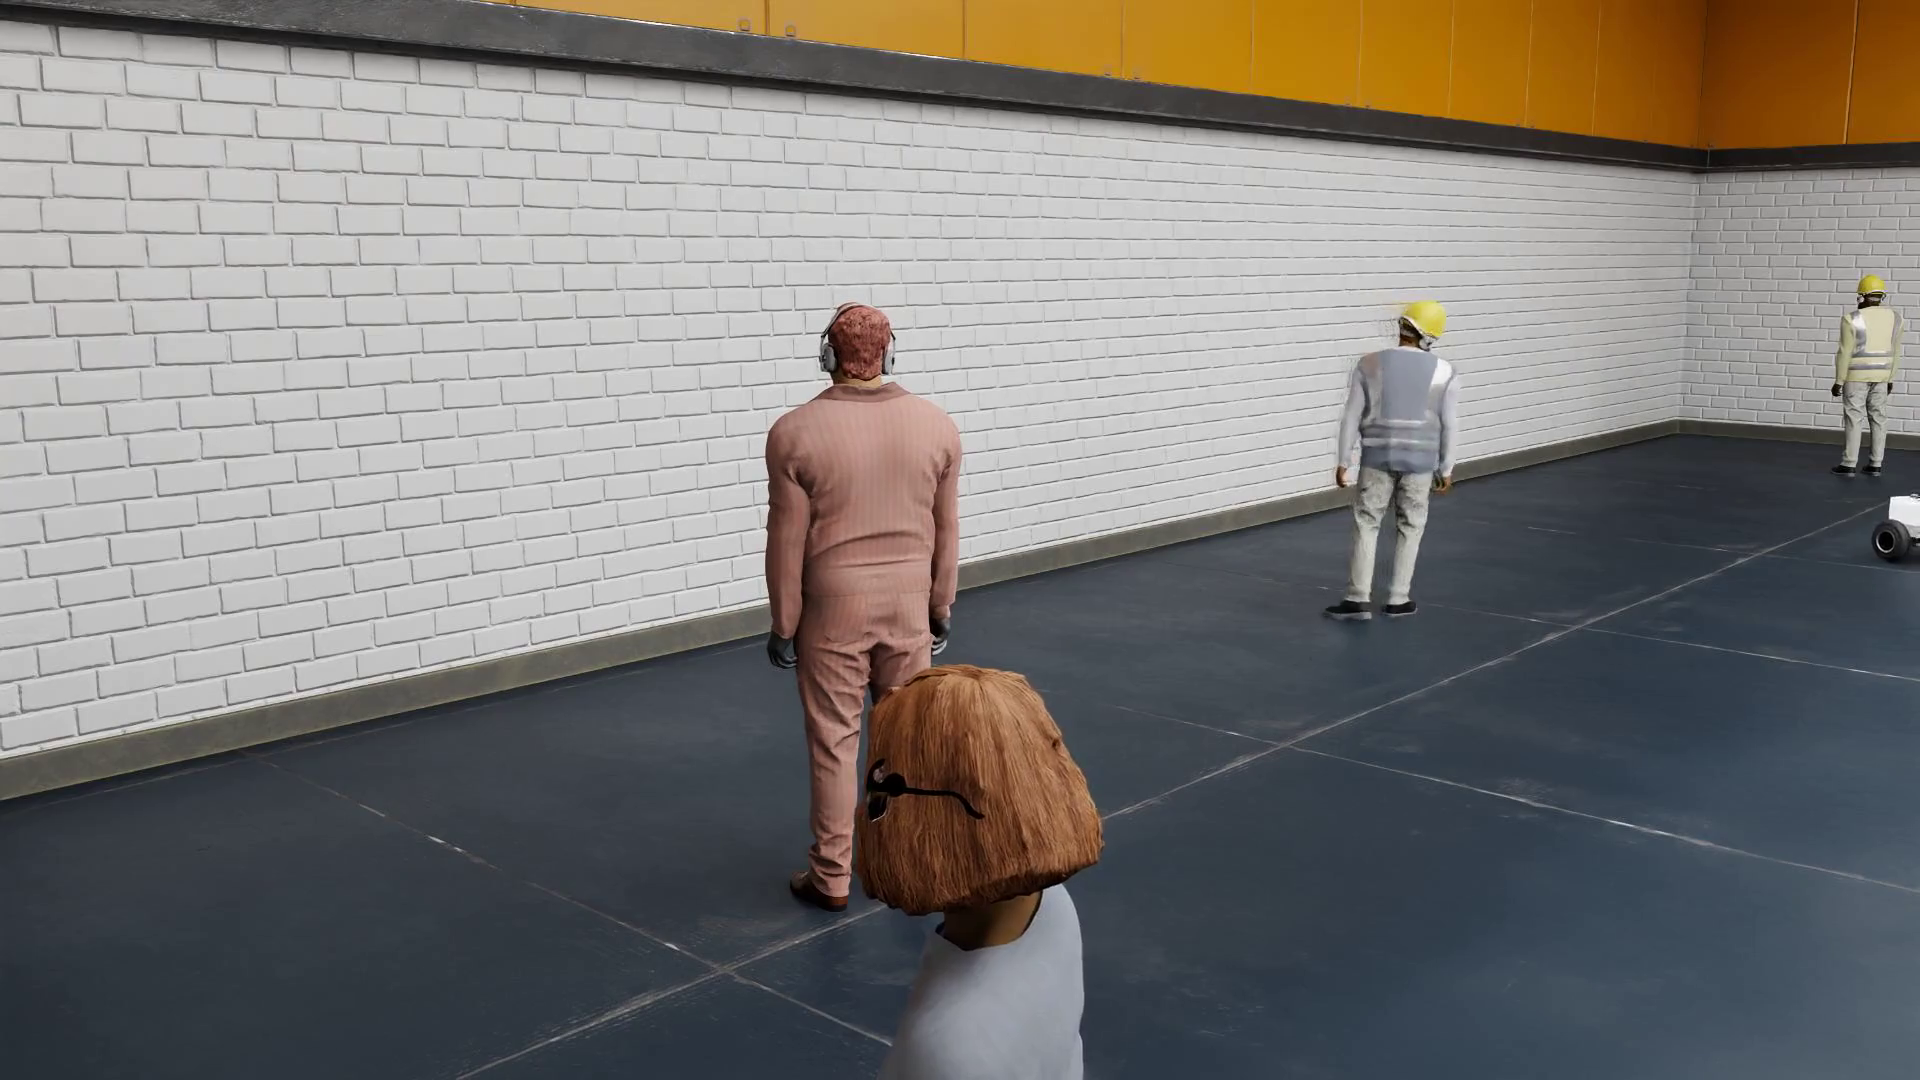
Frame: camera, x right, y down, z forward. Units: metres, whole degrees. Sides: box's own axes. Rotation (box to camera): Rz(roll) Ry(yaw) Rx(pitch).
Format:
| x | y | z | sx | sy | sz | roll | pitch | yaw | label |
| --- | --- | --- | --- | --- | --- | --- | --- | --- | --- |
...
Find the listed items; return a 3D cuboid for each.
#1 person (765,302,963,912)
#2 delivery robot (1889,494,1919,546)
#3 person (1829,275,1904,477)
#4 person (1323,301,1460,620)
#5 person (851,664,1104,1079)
| x | y | z | sx | sy | sz | roll | pitch | yaw | label |
| --- | --- | --- | --- | --- | --- | --- | --- | --- | --- |
| -0.316 | 0.214 | 5.244 | 0.641 | 1.908 | 0.408 | -5 | 11 | -25 | person |
| 6.438 | -0.139 | 10.835 | 0.477 | 0.478 | 0.707 | -3 | 10 | -17 | delivery robot |
| 8.230 | -1.488 | 15.139 | 0.587 | 1.835 | 0.404 | -1 | 10 | -4 | person |
| 2.411 | -0.434 | 9.304 | 0.711 | 1.790 | 0.489 | 2 | 10 | 13 | person |
| 0.017 | 0.941 | 1.883 | 0.271 | 1.632 | 0.508 | 2 | 10 | 10 | person |
